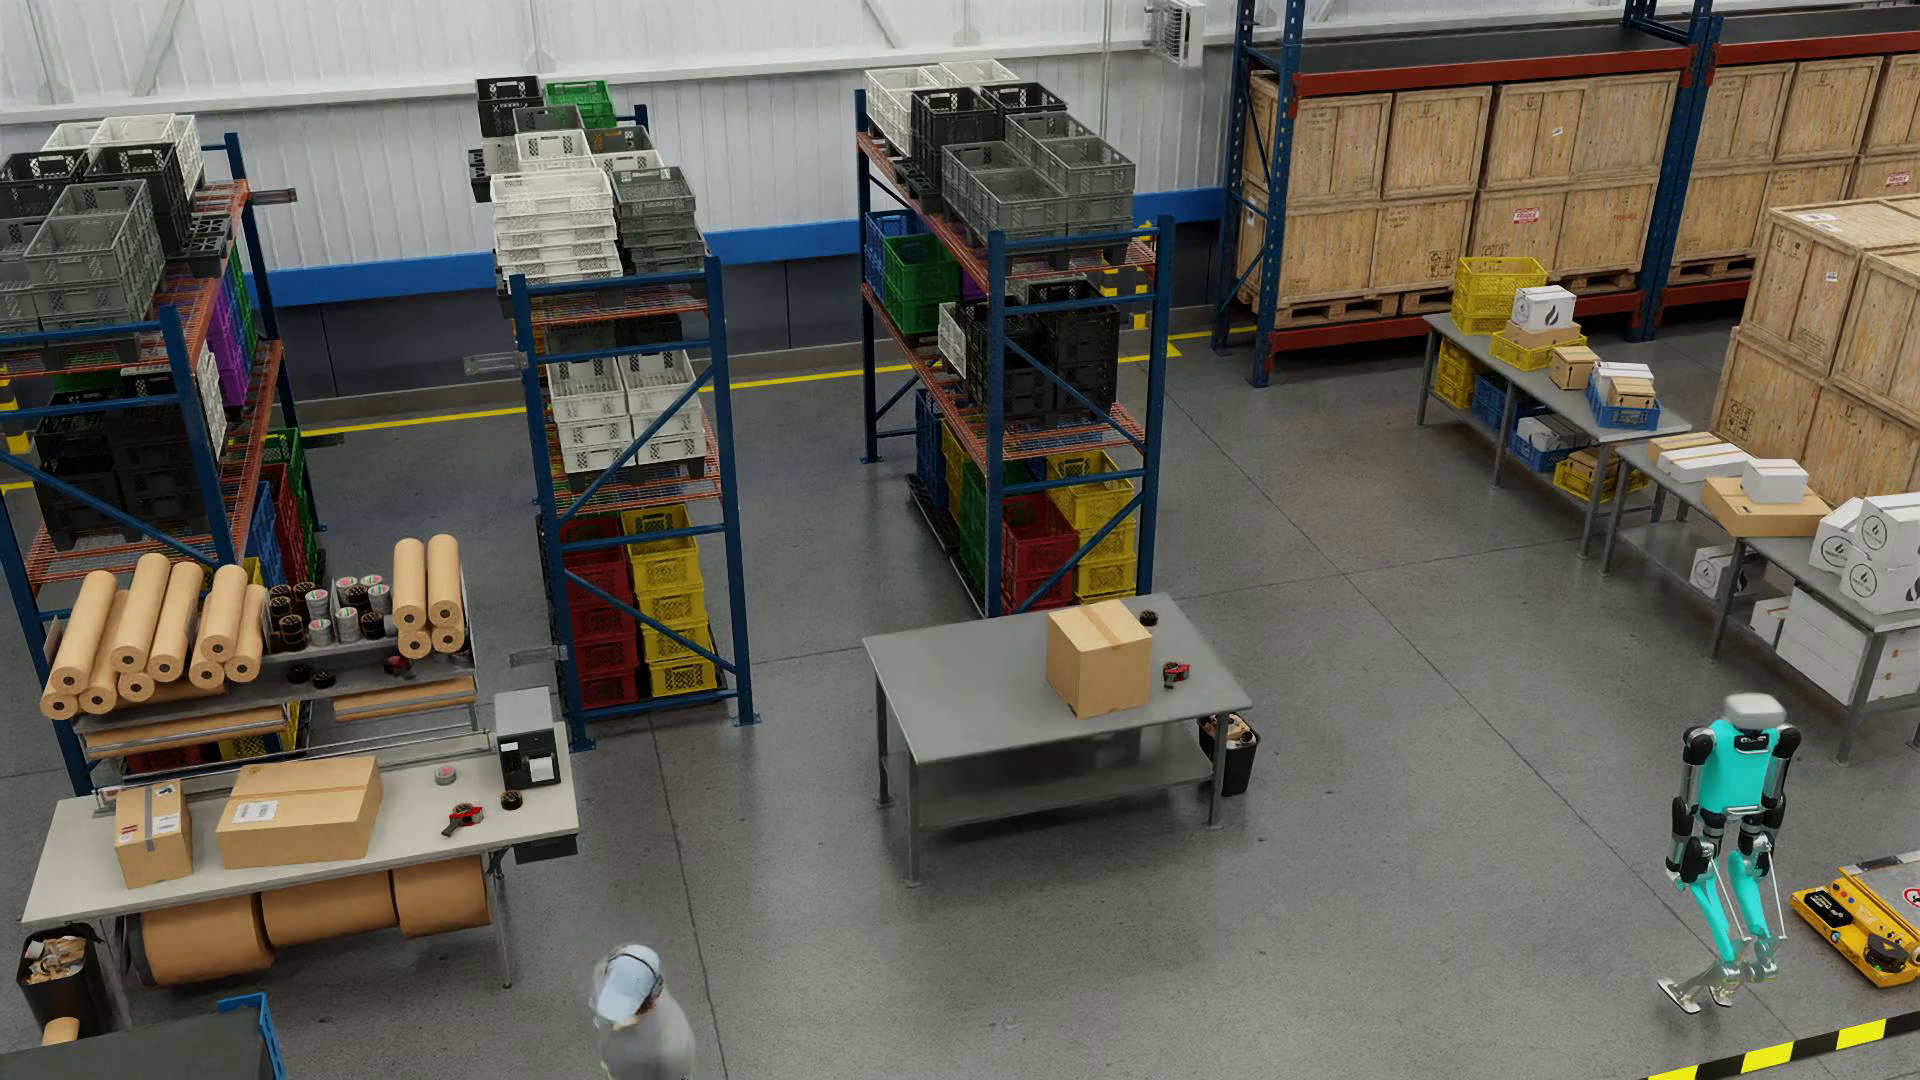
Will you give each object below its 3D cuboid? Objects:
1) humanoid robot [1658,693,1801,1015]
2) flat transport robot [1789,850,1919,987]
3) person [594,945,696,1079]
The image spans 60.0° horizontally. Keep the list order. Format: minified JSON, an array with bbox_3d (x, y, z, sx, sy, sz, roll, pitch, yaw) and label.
[{"bbox_3d":[3.610,1.548,7.686,0.533,1.672,0.735,-3,29,-5],"label":"humanoid robot"},{"bbox_3d":[5.163,1.916,8.676,1.431,0.231,0.659,-8,30,-14],"label":"flat transport robot"},{"bbox_3d":[-1.226,2.219,6.525,0.459,1.818,0.657,-23,36,-35],"label":"person"}]
